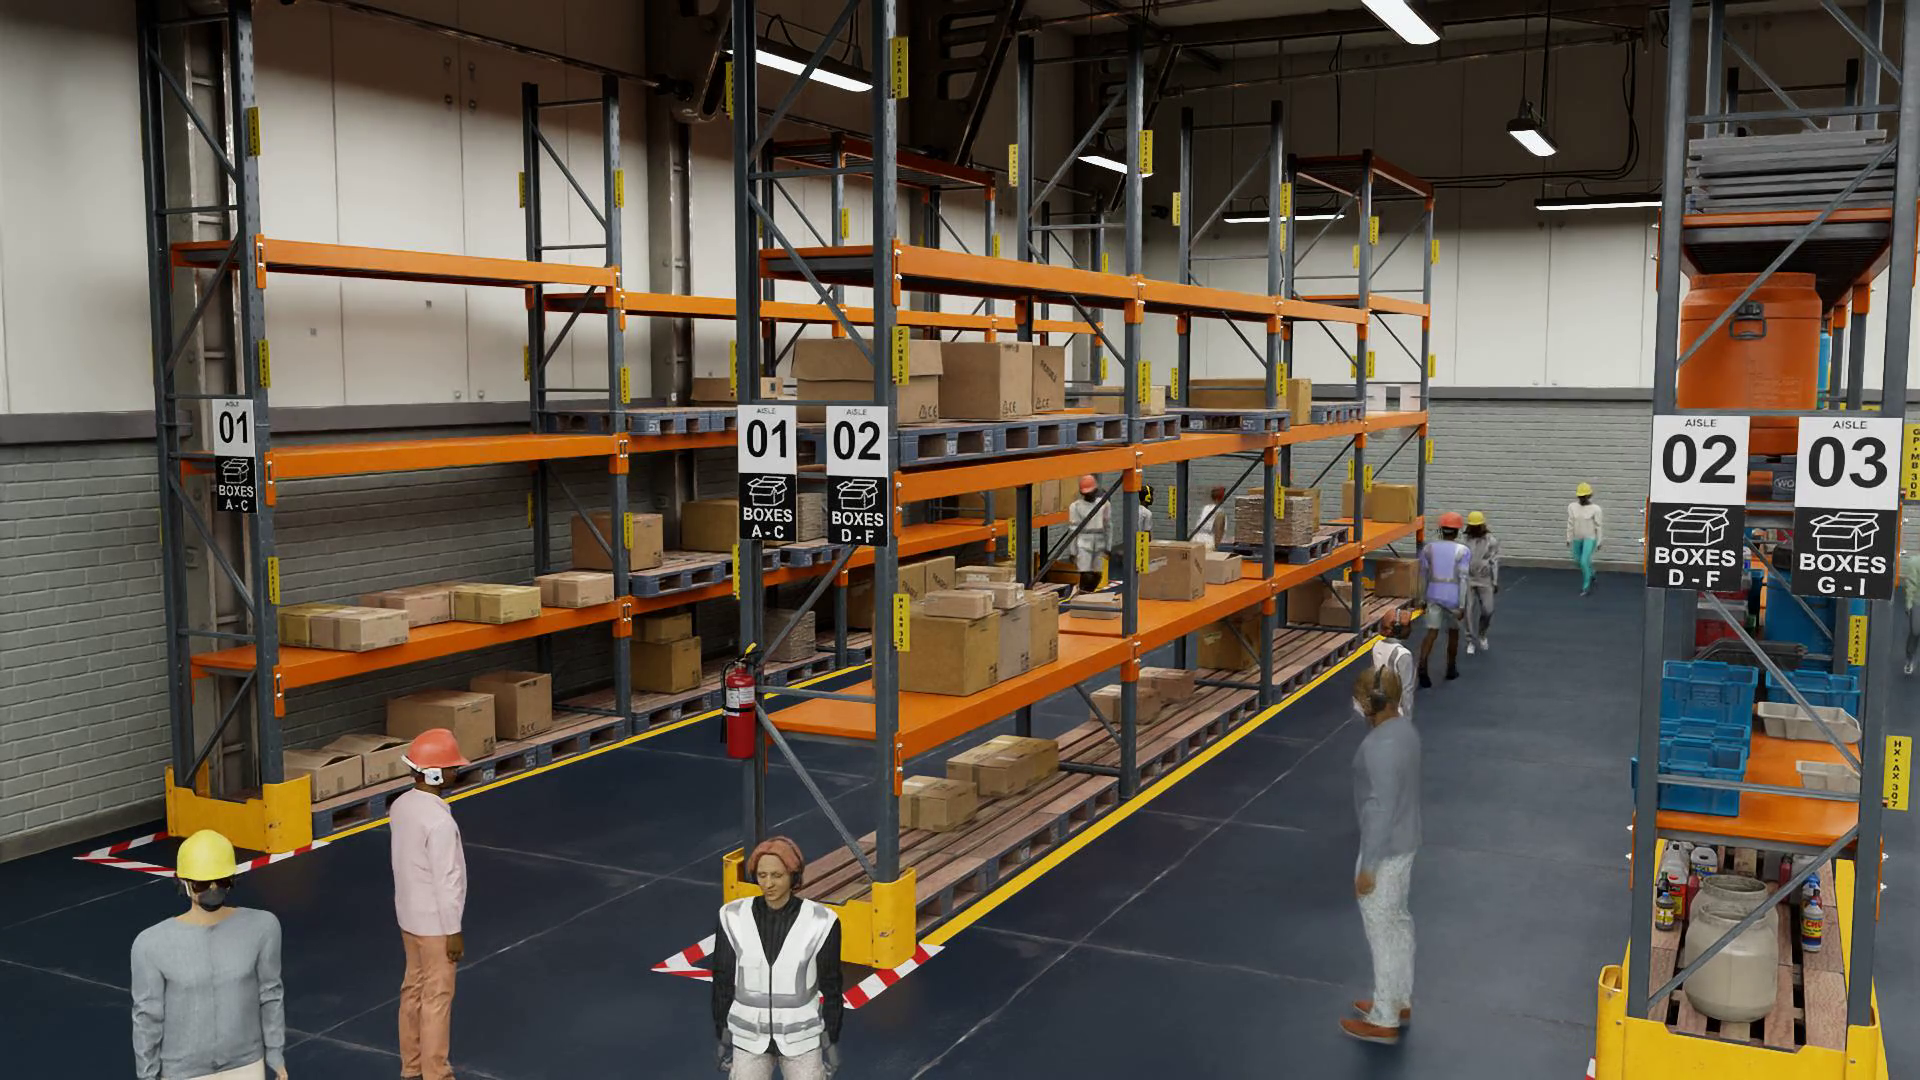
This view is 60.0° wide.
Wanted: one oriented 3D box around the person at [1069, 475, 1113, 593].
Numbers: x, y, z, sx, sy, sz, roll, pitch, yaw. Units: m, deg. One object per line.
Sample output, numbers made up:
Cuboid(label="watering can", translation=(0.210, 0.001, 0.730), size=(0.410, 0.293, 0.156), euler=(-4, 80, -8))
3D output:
Cuboid(label="person", translation=(1.775, 0.089, 22.829), size=(0.639, 2.003, 0.650), euler=(-2, 6, -15))

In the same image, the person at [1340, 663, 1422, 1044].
Cuboid(label="person", translation=(2.175, 1.591, 8.519), size=(0.357, 1.936, 0.636), euler=(3, 7, 26))

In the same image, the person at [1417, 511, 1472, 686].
Cuboid(label="person", translation=(5.237, 0.636, 18.051), size=(0.575, 1.896, 0.943), euler=(4, 7, 33))

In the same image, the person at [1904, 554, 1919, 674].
Cuboid(label="person", translation=(10.812, 0.718, 18.552), size=(0.502, 1.646, 0.300), euler=(2, 6, 20))

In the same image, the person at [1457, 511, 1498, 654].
Cuboid(label="person", translation=(6.199, 0.510, 19.987), size=(0.516, 1.729, 0.352), euler=(2, 6, 16))

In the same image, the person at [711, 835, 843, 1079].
Cuboid(label="person", translation=(-0.708, 1.950, 6.450), size=(0.513, 1.642, 0.313), euler=(0, 6, 4))

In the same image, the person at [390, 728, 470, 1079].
Cuboid(label="person", translation=(-2.464, 1.752, 7.831), size=(0.342, 1.749, 0.570), euler=(-5, 8, -39))

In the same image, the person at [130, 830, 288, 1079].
Cuboid(label="person", translation=(-2.724, 1.925, 6.073), size=(0.525, 1.772, 0.309), euler=(-5, 7, -38))

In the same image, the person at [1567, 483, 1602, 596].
Cuboid(label="person", translation=(9.497, -0.022, 25.203), size=(0.645, 1.732, 0.516), euler=(-5, 8, -42))

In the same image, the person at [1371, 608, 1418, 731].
Cuboid(label="person", translation=(3.248, 1.329, 12.509), size=(0.311, 1.636, 0.521), euler=(-2, 6, -15))
